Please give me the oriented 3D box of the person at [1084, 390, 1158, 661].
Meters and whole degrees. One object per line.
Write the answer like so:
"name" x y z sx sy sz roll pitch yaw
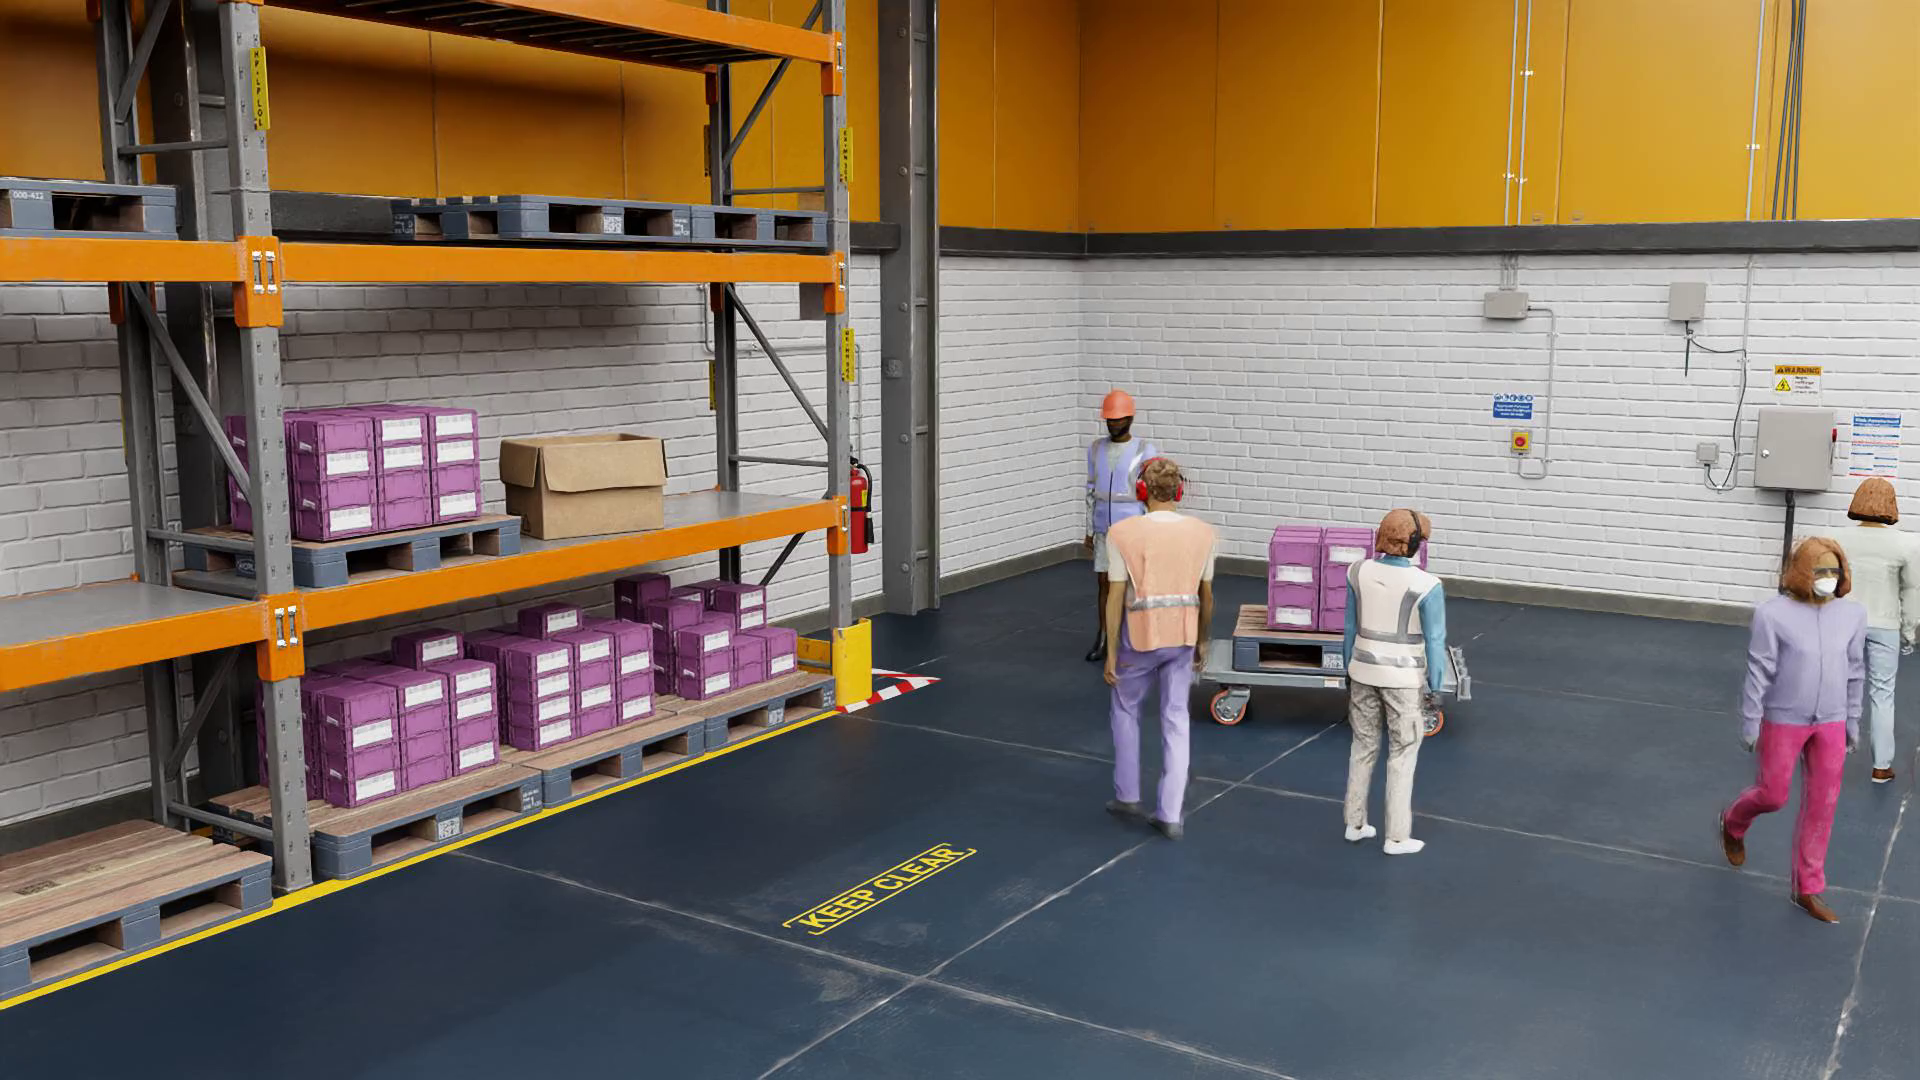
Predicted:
"person" 1.110 -0.085 11.644 0.545 1.931 0.378 6 10 33

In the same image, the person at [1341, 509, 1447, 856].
"person" 2.006 0.660 7.748 0.319 1.628 0.536 -8 12 -44

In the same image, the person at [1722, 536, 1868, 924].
"person" 3.579 0.766 7.138 0.505 1.611 0.642 0 9 -2

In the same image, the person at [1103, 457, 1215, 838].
"person" 0.941 0.505 8.124 0.603 1.819 0.680 -2 9 -15

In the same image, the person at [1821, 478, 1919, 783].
"person" 4.843 0.480 8.913 0.504 1.632 0.270 5 10 28
